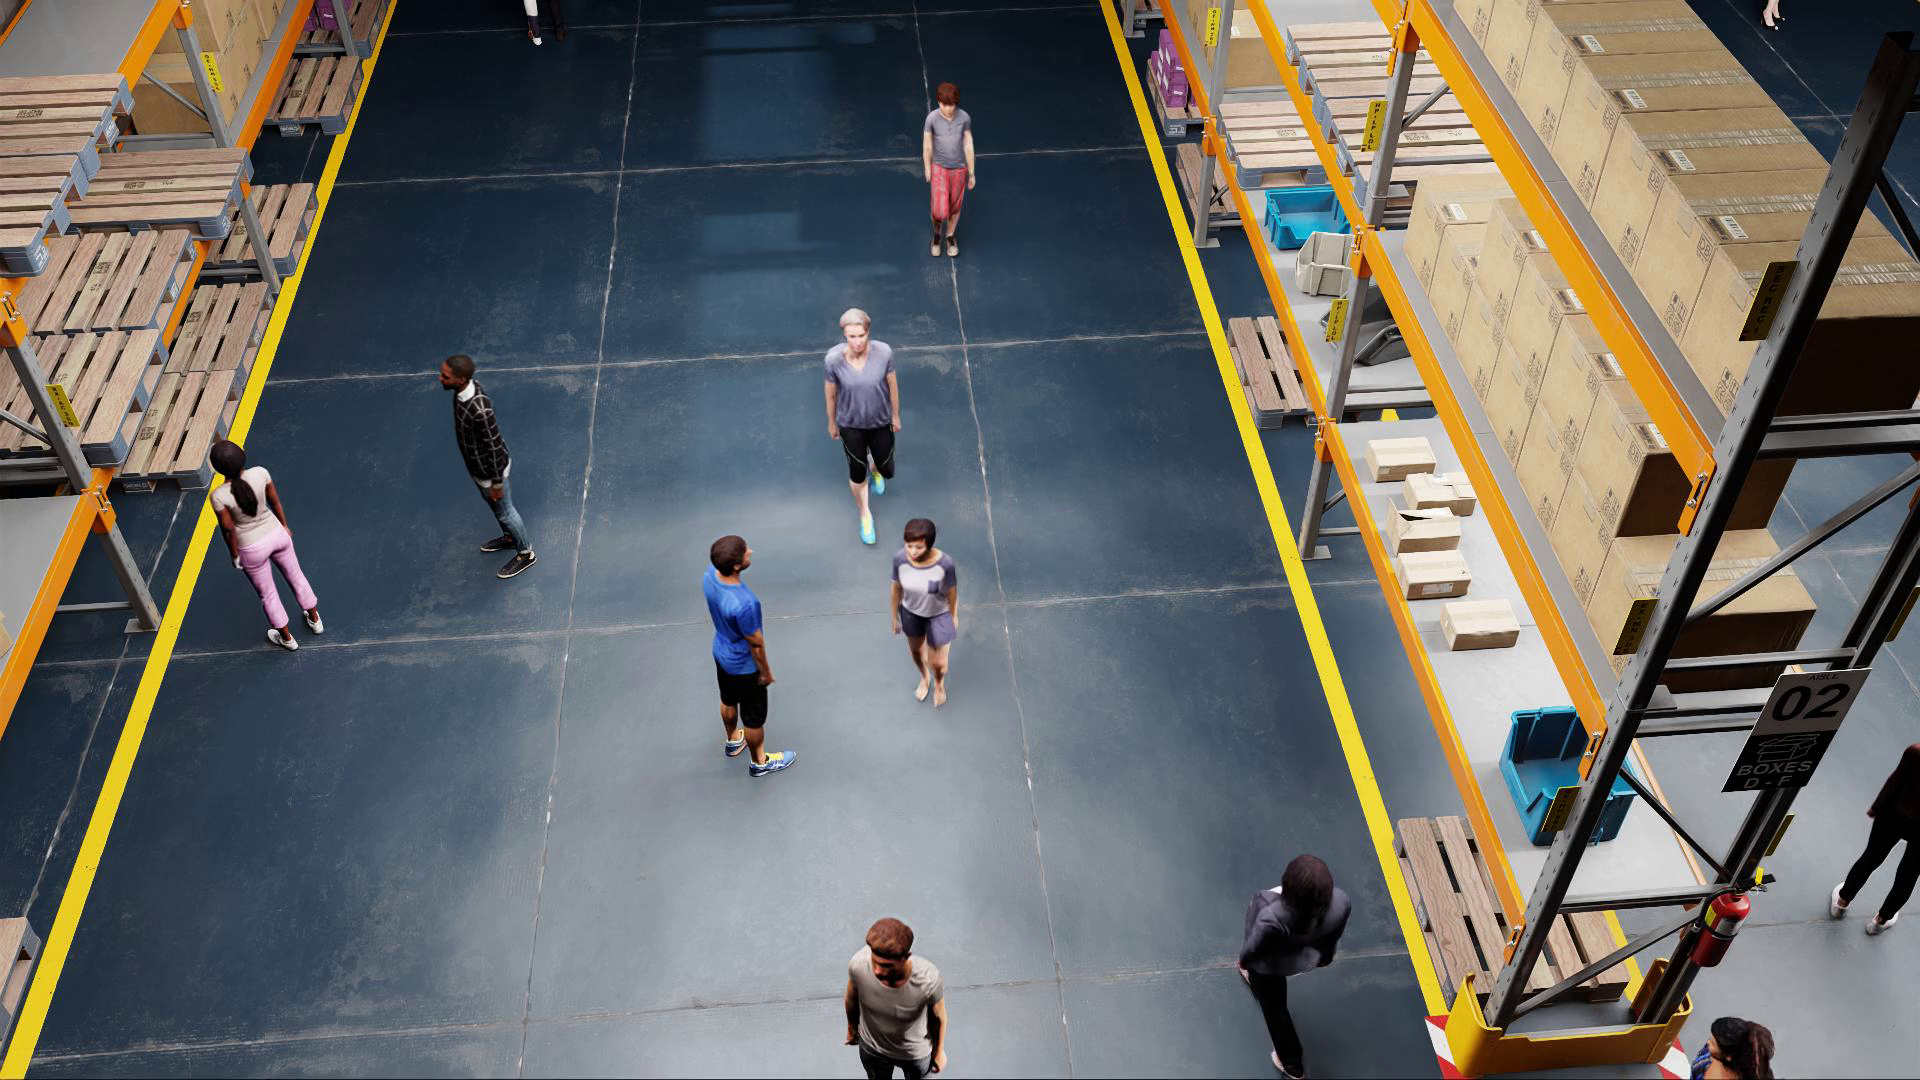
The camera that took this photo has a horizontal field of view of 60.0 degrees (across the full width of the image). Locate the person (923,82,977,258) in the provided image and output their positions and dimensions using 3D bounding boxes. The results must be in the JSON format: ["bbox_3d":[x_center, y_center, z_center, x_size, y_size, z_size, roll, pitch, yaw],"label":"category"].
[{"bbox_3d":[-0.094,-3.223,14.291,0.582,1.635,0.609,-4,44,-5],"label":"person"}]

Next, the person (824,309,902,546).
[{"bbox_3d":[-0.673,-0.867,11.645,0.706,1.875,0.928,-6,44,-7],"label":"person"}]

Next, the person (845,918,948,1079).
[{"bbox_3d":[-0.306,2.434,8.165,0.738,1.896,0.683,12,45,12],"label":"person"}]

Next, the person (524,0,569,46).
[{"bbox_3d":[-4.393,-6.022,17.043,0.715,1.893,0.645,-11,45,-11],"label":"person"}]

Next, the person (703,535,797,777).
[{"bbox_3d":[-1.336,0.697,10.008,0.768,1.869,0.677,-28,50,-27],"label":"person"}]

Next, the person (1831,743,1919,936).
[{"bbox_3d":[5.275,1.577,9.204,0.665,1.703,0.723,30,51,27],"label":"person"}]

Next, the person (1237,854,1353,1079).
[{"bbox_3d":[1.719,2.206,8.642,0.890,1.567,1.137,-17,46,-17],"label":"person"}]

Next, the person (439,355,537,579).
[{"bbox_3d":[-3.211,-0.525,11.327,0.805,1.819,0.649,-23,48,-22],"label":"person"}]

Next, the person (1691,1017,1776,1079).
[{"bbox_3d":[3.671,2.787,8.004,0.765,1.607,0.731,-12,45,-13],"label":"person"}]

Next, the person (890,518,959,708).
[{"bbox_3d":[-0.201,0.403,10.549,0.653,1.548,0.668,9,44,9],"label":"person"}]

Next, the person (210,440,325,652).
[{"bbox_3d":[-4.536,0.024,10.807,0.704,1.741,0.647,31,52,28],"label":"person"}]
